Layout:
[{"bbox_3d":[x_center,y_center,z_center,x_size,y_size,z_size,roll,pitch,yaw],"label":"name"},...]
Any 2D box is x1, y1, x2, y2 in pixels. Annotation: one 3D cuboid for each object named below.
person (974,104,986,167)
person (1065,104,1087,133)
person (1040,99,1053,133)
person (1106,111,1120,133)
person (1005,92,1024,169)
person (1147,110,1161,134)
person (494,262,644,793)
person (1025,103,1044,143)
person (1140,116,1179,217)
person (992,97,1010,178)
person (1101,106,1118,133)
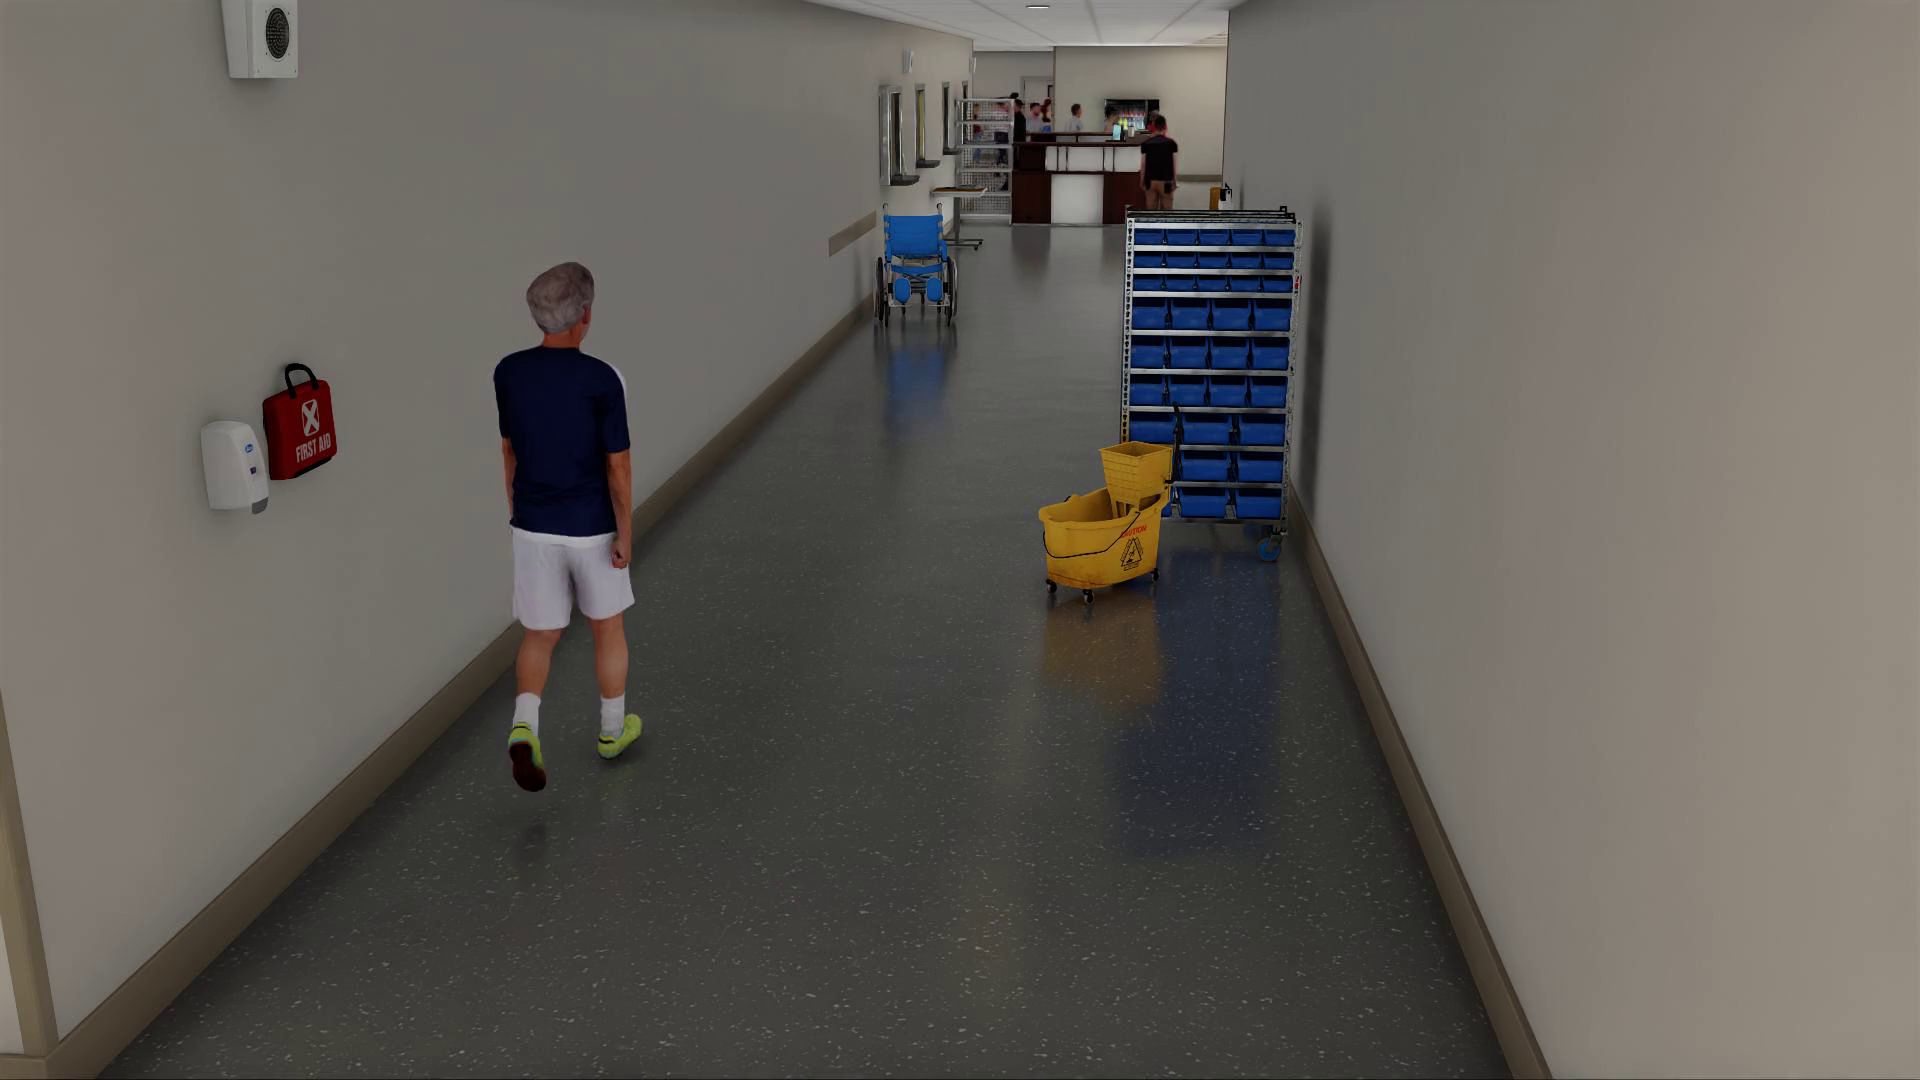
[{"bbox_3d":[0.400,-10.574,43.491,0.689,1.627,0.692,7,17,25],"label":"person"},{"bbox_3d":[2.257,-7.822,33.467,1.207,1.769,1.116,-12,20,-36],"label":"person"},{"bbox_3d":[2.110,-10.036,41.313,0.902,1.774,0.835,-12,20,-36],"label":"person"},{"bbox_3d":[2.964,-7.694,33.193,0.878,1.672,0.767,-5,17,-17],"label":"person"},{"bbox_3d":[1.245,-9.768,40.096,1.194,1.917,1.058,10,19,32],"label":"person"},{"bbox_3d":[3.968,-7.766,33.496,1.087,1.647,0.920,-6,17,-20],"label":"person"},{"bbox_3d":[-1.380,-0.019,5.707,0.968,1.815,0.680,2,16,6],"label":"person"},{"bbox_3d":[1.378,-8.055,34.232,0.961,1.803,1.017,-7,17,-25],"label":"person"},{"bbox_3d":[2.801,-5.039,23.524,0.982,1.808,0.821,3,16,11],"label":"person"},{"bbox_3d":[0.959,-9.428,39.051,1.249,1.832,0.987,7,17,25],"label":"person"},{"bbox_3d":[3.200,-8.345,35.411,0.757,1.721,0.825,-9,18,-28],"label":"person"}]
